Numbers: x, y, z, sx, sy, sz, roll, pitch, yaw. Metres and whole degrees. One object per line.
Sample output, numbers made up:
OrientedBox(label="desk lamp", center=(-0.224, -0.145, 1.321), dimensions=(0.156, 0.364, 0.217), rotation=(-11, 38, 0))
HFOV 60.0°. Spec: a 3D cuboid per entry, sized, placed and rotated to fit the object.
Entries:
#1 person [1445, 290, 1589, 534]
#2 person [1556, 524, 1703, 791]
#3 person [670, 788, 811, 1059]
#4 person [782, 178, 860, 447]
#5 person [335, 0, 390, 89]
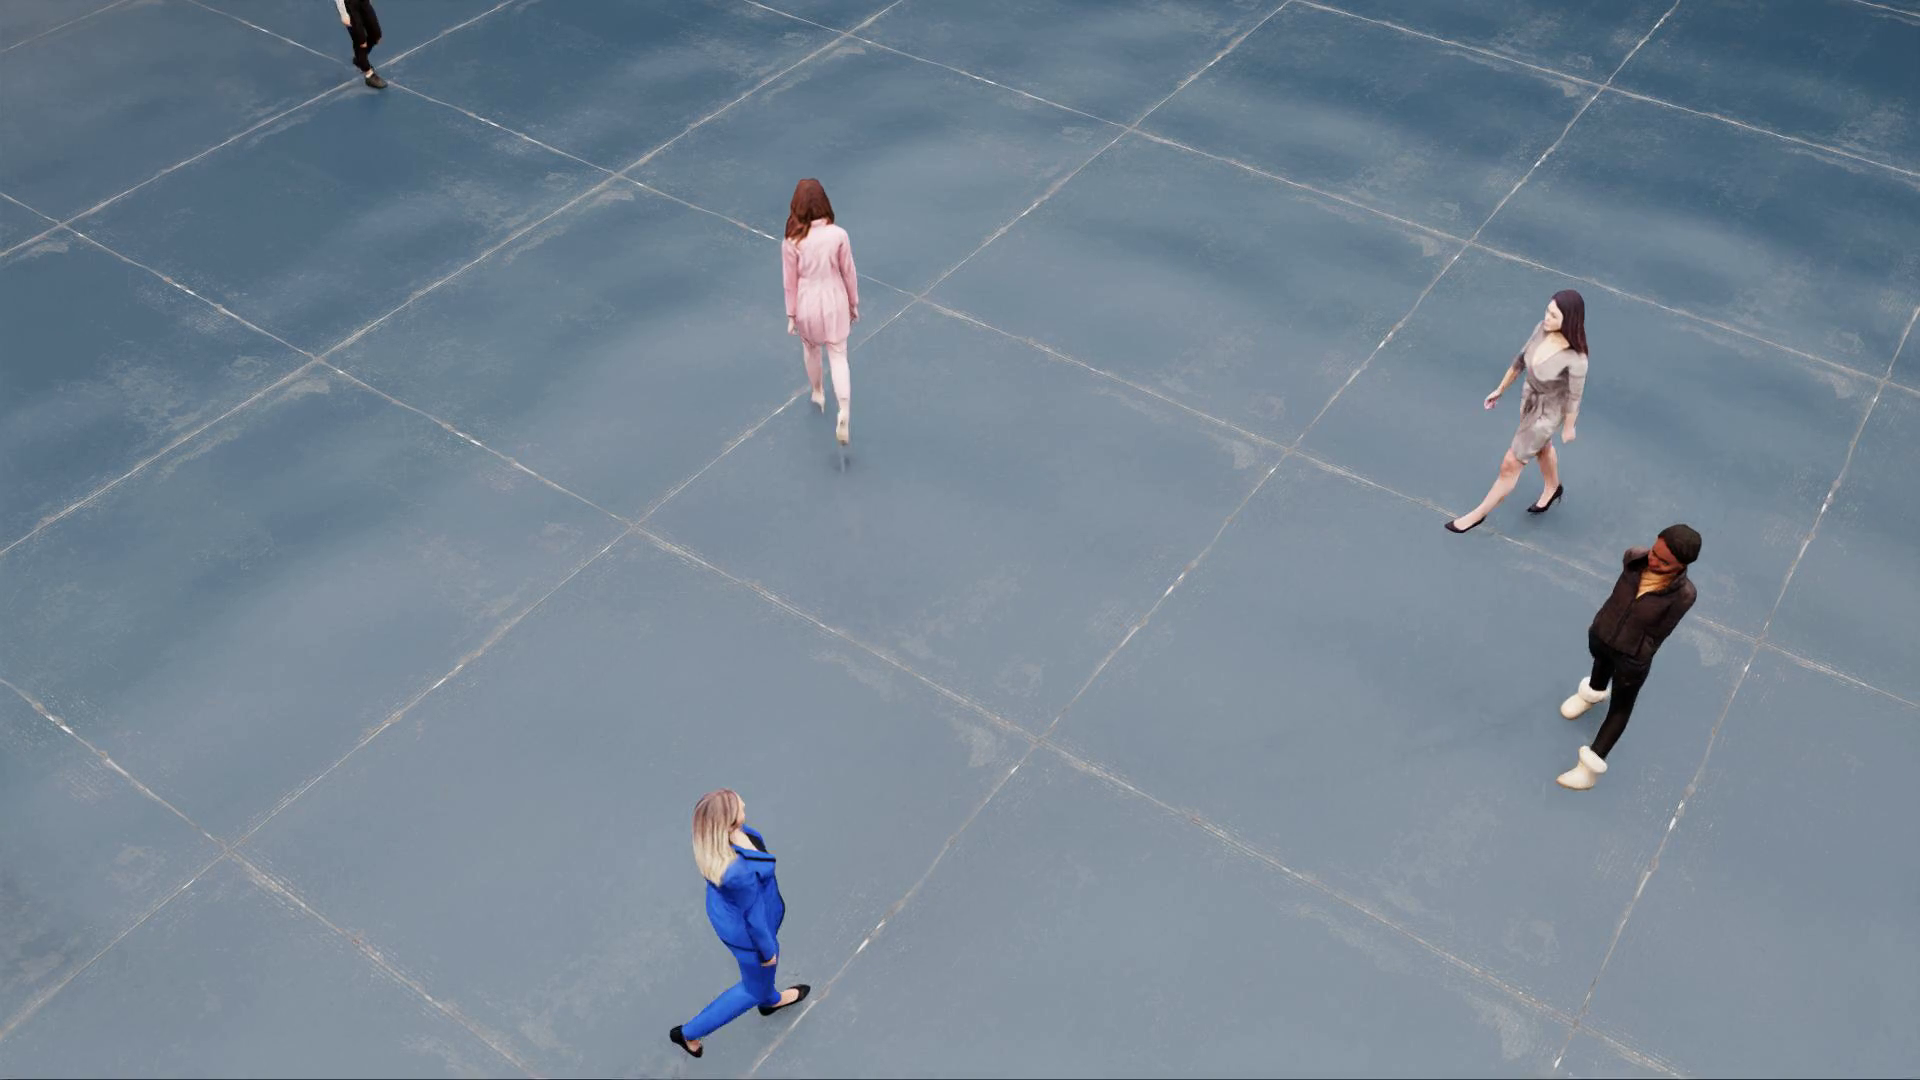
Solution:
OrientedBox(label="person", center=(3.476, -0.743, 9.770), dimensions=(1.078, 1.696, 1.066), rotation=(-10, 44, -11))
OrientedBox(label="person", center=(3.433, 0.496, 8.505), dimensions=(0.878, 1.611, 1.039), rotation=(-11, 44, -12))
OrientedBox(label="person", center=(-1.003, 1.686, 7.176), dimensions=(0.932, 1.685, 0.981), rotation=(-21, 47, -21))
OrientedBox(label="person", center=(-0.858, -1.380, 10.389), dimensions=(1.033, 1.782, 1.122), rotation=(-9, 44, -10))
OrientedBox(label="person", center=(-5.151, -4.500, 13.956), dimensions=(0.625, 1.475, 0.571), rotation=(20, 46, 20))
